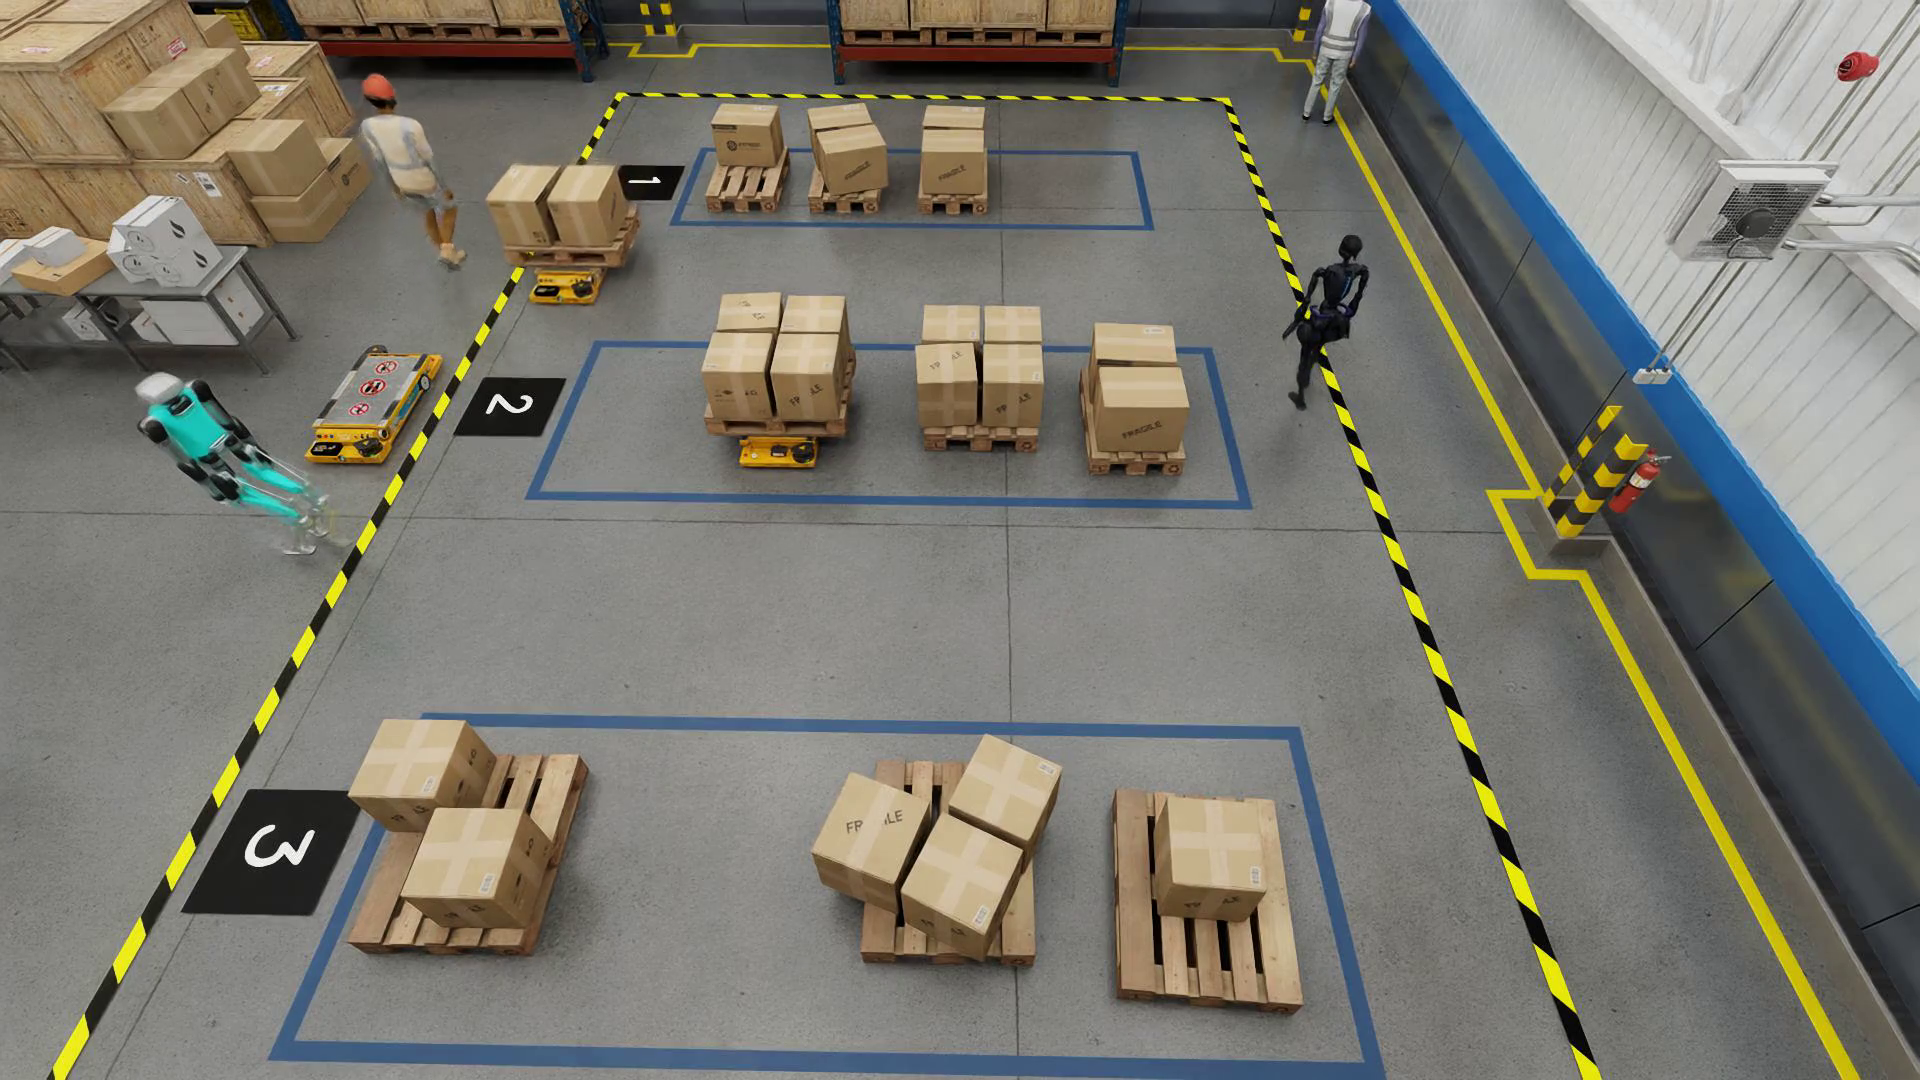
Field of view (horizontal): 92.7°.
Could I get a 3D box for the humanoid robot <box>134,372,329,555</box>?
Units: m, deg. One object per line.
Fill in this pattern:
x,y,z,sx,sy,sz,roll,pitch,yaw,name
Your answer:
-5.176,-0.496,6.736,0.735,1.677,0.533,10,50,8,humanoid robot

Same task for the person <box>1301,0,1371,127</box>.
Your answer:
4.761,-6.188,11.575,0.599,1.836,0.404,22,53,17,person

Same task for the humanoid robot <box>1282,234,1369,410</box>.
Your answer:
3.181,-1.944,8.098,0.614,1.640,0.550,-8,50,-6,humanoid robot

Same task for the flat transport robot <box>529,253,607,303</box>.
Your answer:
-4.140,-3.071,9.947,0.652,0.197,1.431,1,50,1,flat transport robot

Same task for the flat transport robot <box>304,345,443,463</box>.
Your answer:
-5.383,-1.269,8.441,0.659,0.231,1.431,1,50,1,flat transport robot

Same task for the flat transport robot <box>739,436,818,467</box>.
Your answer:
-1.582,-1.235,8.394,0.652,0.197,1.431,1,50,1,flat transport robot

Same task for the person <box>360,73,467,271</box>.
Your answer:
-5.511,-3.645,9.301,0.641,2.023,0.509,3,50,2,person
